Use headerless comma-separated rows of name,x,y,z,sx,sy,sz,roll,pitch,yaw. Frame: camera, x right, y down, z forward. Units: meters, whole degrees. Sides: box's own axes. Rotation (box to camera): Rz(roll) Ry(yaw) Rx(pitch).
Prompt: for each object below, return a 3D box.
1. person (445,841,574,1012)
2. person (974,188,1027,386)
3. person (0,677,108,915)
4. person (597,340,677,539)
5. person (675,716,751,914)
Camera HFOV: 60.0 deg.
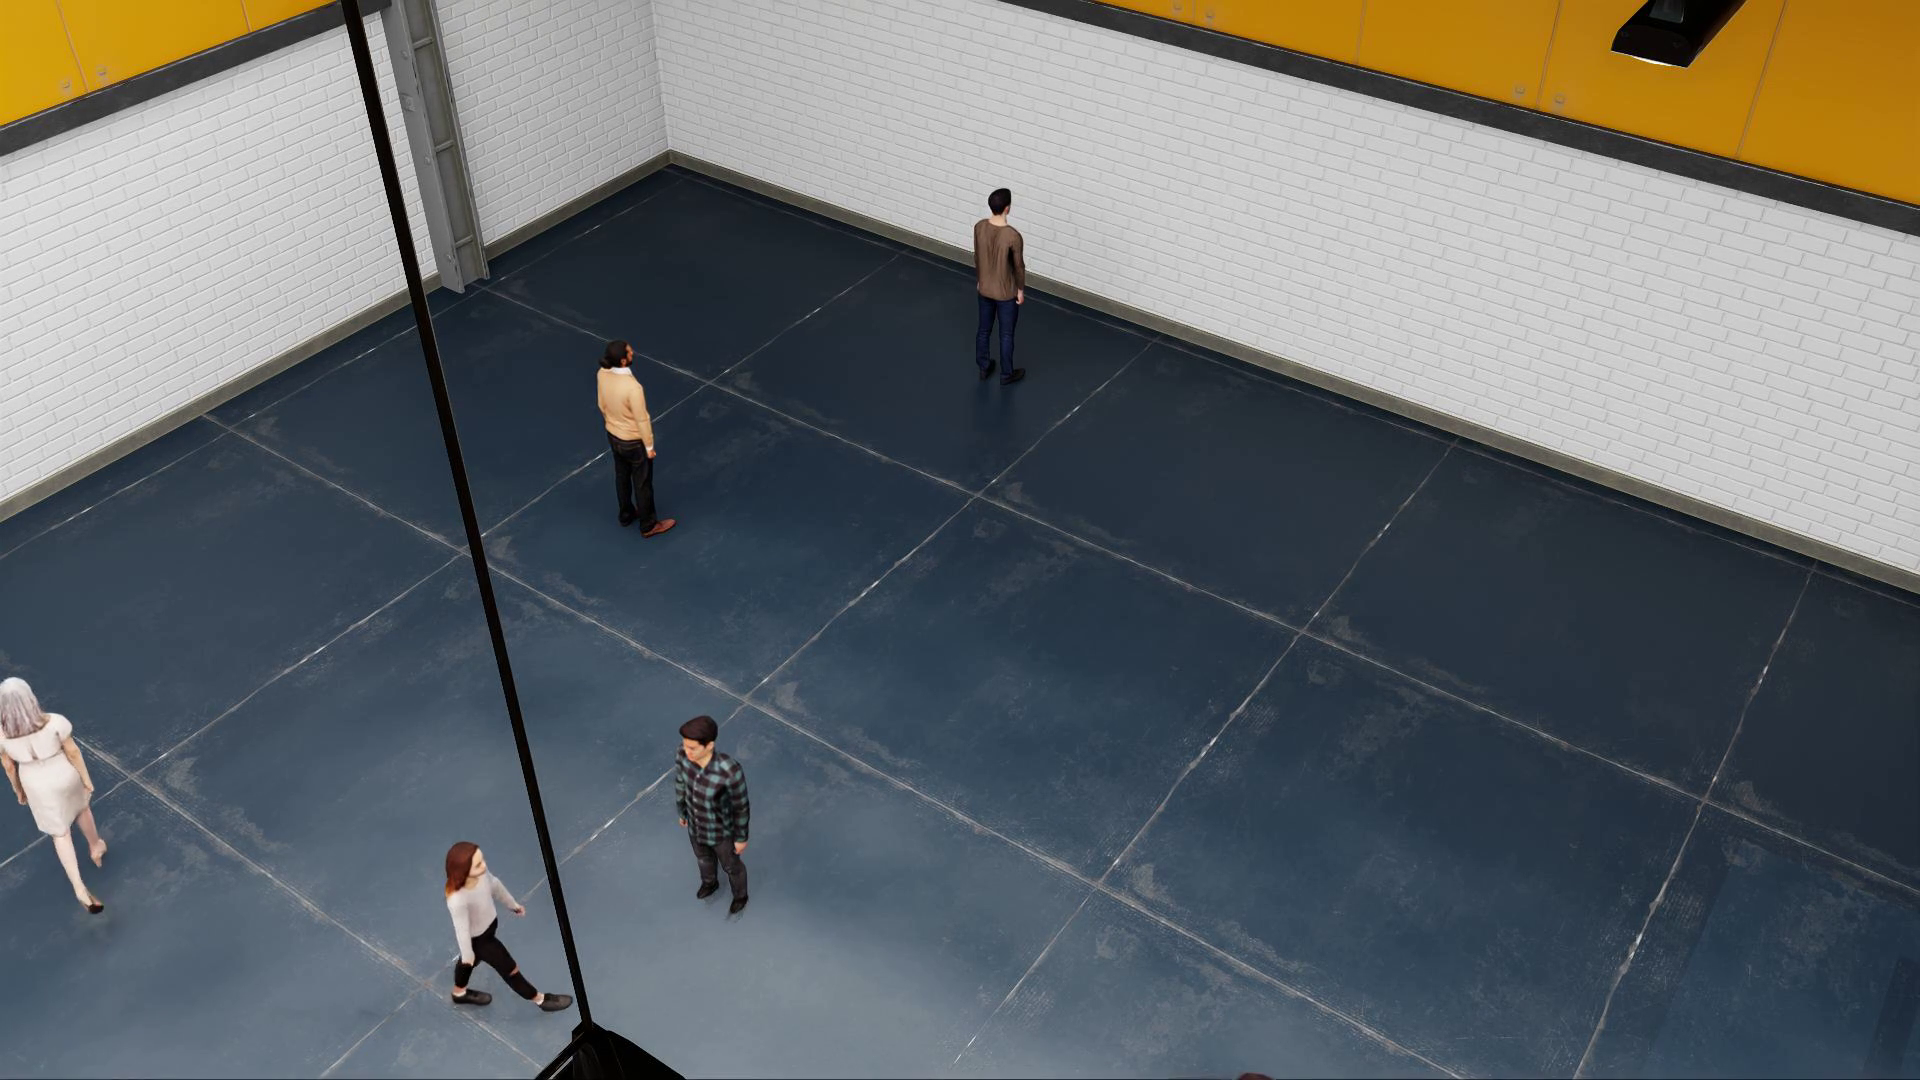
person,-2.821,2.238,9.553,0.956,1.442,0.994,1,39,1
person,0.339,-2.255,14.823,0.652,1.887,0.553,21,43,24
person,-5.515,1.579,10.161,1.090,1.713,1.015,-16,41,-19
person,-2.611,-0.811,13.122,0.673,1.753,0.582,27,46,30
person,-1.513,1.689,10.132,0.693,1.714,0.534,20,43,24
